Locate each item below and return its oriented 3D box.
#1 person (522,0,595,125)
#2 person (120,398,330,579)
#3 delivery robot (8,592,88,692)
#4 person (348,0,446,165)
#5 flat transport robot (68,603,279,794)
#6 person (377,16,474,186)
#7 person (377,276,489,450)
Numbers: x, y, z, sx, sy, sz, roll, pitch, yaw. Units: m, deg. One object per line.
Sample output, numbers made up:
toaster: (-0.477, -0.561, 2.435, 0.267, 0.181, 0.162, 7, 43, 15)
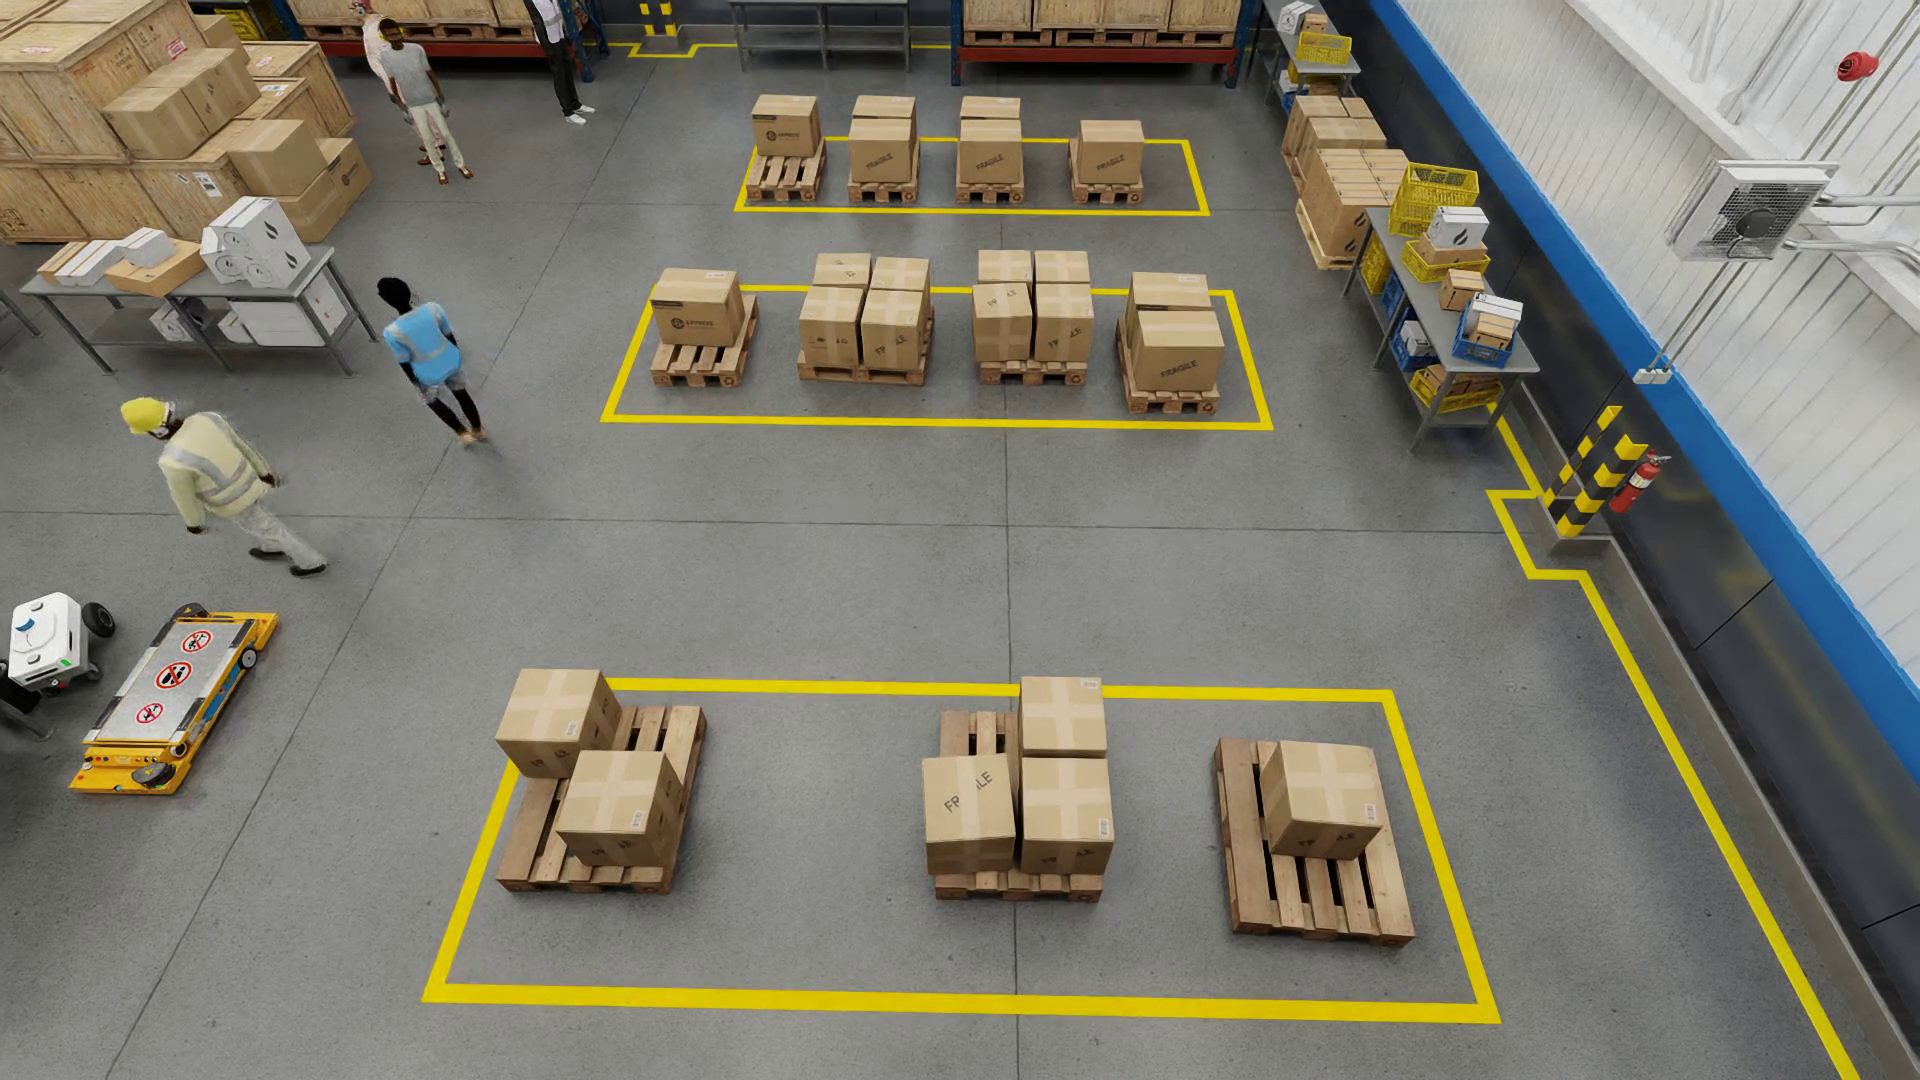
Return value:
person: (-5.150, -6.328, 11.632, 0.392, 1.920, 0.592, 5, 50, 4)
person: (-5.379, -0.329, 6.640, 0.771, 1.784, 0.594, -4, 50, -4)
delivery robot: (-6.478, 0.717, 6.498, 0.477, 0.478, 0.707, -25, 54, -19)
person: (-6.740, -5.497, 10.949, 0.396, 1.899, 0.635, -12, 51, -10)
flat transport robot: (-5.504, 1.072, 6.442, 0.652, 0.197, 1.431, 1, 50, 1)
person: (-6.218, -5.038, 10.583, 0.508, 1.857, 0.331, -23, 53, -18)
person: (-4.379, -1.451, 7.656, 0.364, 1.678, 0.551, 27, 55, 21)
